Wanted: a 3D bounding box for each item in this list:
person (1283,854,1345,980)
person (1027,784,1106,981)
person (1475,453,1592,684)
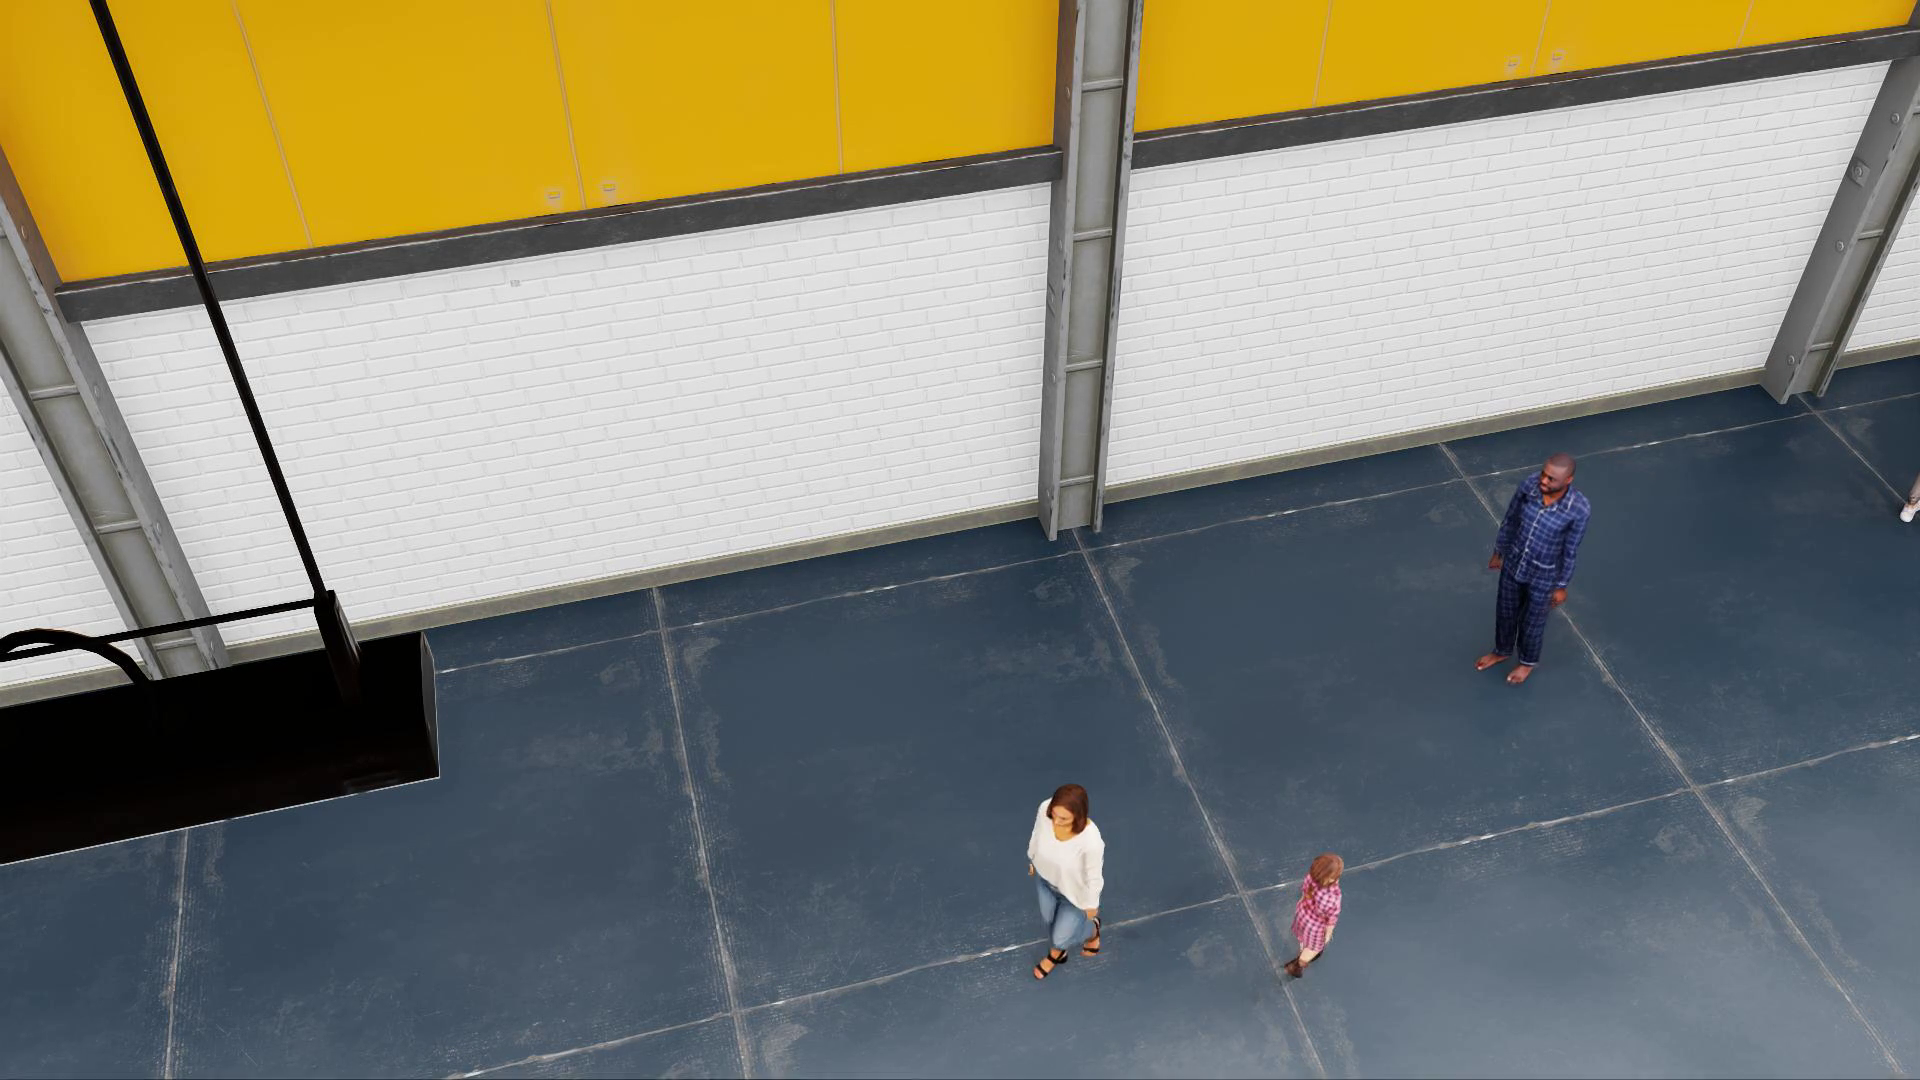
[{"bbox_3d":[1.908,2.049,9.030,0.616,1.018,0.527,-28,50,-26],"label":"person"},{"bbox_3d":[0.630,1.782,8.841,0.825,1.665,0.778,-30,51,-28],"label":"person"},{"bbox_3d":[3.622,0.169,10.421,0.752,1.822,0.783,-29,51,-27],"label":"person"}]
